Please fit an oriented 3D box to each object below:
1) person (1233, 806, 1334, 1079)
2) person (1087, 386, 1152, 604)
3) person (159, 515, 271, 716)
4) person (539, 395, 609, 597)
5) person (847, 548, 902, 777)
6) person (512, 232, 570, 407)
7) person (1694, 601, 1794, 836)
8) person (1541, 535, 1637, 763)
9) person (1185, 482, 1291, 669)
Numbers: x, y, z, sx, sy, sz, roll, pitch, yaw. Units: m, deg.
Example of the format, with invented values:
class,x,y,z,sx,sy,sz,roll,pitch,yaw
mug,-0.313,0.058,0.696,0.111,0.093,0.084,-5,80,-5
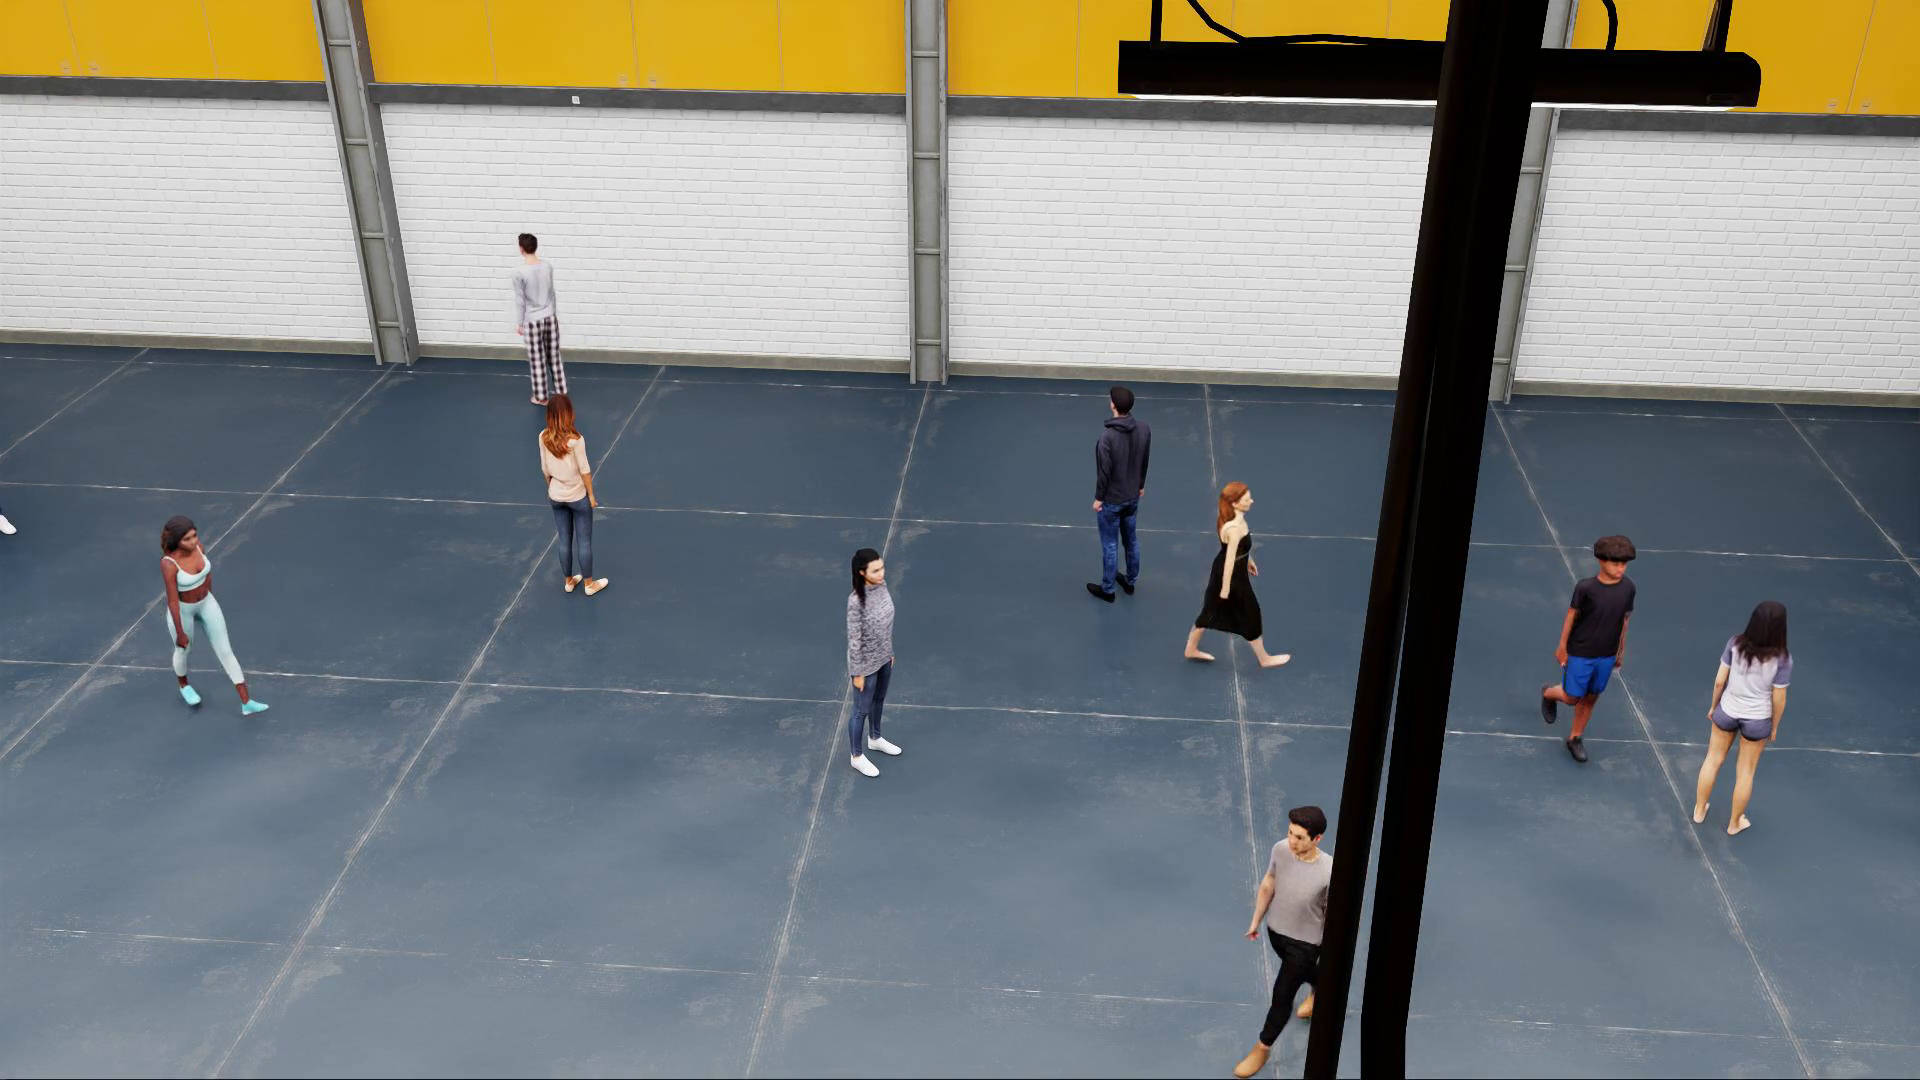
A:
class,x,y,z,sx,sy,sz,roll,pitch,yaw
person,1.940,2.148,9.286,1.182,1.679,1.110,-21,35,-33
person,1.313,-0.377,13.690,0.735,1.893,0.818,-19,34,-30
person,-5.670,0.548,12.236,1.195,1.663,0.911,16,32,26
person,-3.235,-0.368,13.779,0.537,1.792,0.693,9,30,17
person,-0.627,0.820,11.664,0.663,1.732,0.689,15,32,26
person,-4.367,-2.292,17.250,0.737,1.847,0.701,25,37,38
person,5.194,1.167,11.027,0.612,1.733,0.714,22,35,34
person,4.446,0.717,11.794,0.829,1.788,0.763,-3,29,-6
person,1.981,0.286,12.798,1.011,1.584,0.557,3,29,5
